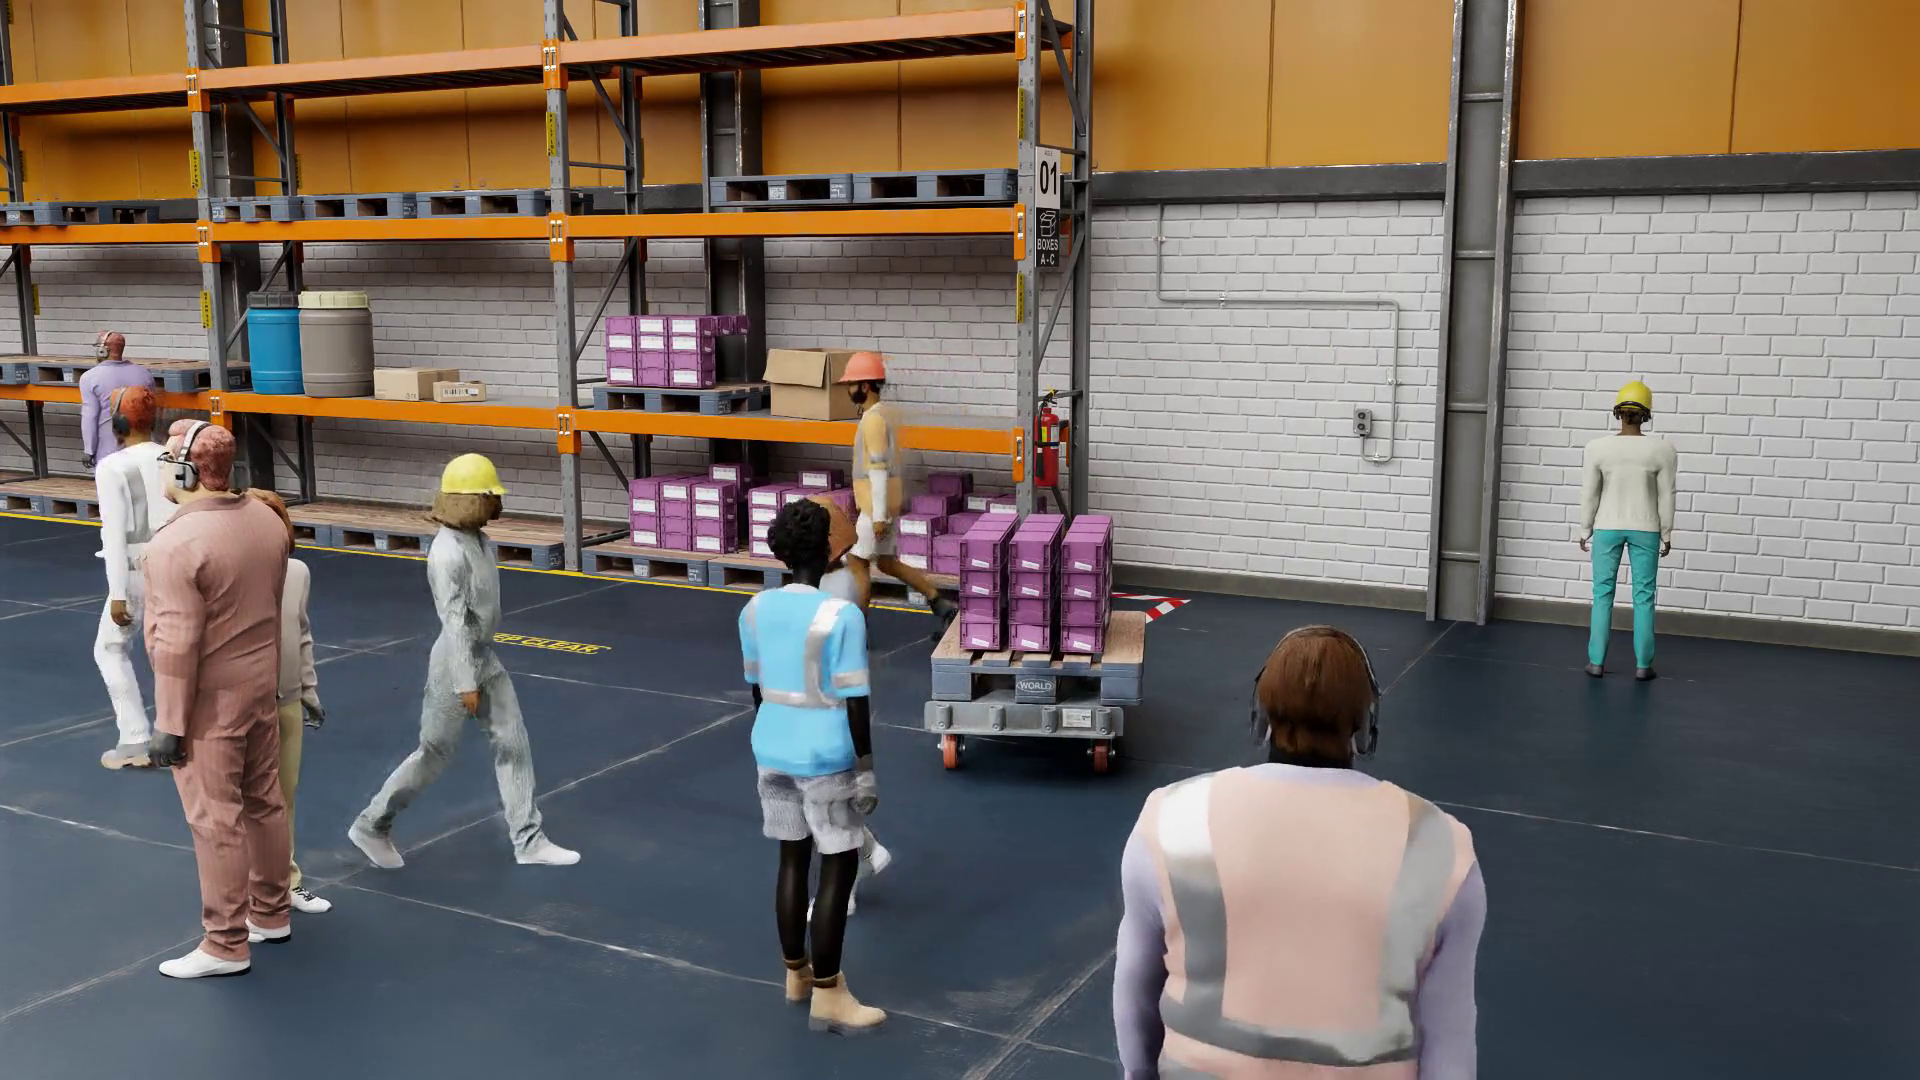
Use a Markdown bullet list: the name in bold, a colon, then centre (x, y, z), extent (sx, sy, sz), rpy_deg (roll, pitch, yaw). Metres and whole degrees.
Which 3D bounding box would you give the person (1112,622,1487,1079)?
- **person**: centre (0.589, 1.040, 3.012), extent (0.630, 1.796, 0.938), rpy_deg (1, 9, 9)

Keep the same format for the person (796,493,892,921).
- **person**: centre (-0.481, 0.623, 6.079), extent (0.358, 1.614, 0.526), rpy_deg (-3, 10, -17)

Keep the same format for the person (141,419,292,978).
- **person**: centre (-2.568, 0.539, 5.722), extent (0.411, 1.913, 0.643), rpy_deg (1, 9, 8)

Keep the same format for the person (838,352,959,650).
- **person**: centre (-0.430, -0.231, 10.508), extent (0.831, 1.913, 0.554), rpy_deg (0, 9, 3)

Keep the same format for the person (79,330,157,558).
- **person**: centre (-7.087, -0.802, 13.995), extent (0.409, 1.911, 0.651), rpy_deg (6, 11, 31)

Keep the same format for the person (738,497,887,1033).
- **person**: centre (-0.450, 0.716, 5.356), extent (0.660, 1.676, 0.319), rpy_deg (8, 12, 42)

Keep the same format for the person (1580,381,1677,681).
- **person**: centre (3.924, -0.049, 9.798), extent (0.523, 1.769, 0.313), rpy_deg (4, 10, 22)

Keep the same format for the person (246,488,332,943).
- **person**: centre (-2.540, 0.620, 6.078), extent (0.285, 1.632, 0.499), rpy_deg (4, 10, 25)

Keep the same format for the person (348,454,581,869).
- **person**: centre (-2.026, 0.497, 6.625), extent (0.788, 1.718, 0.485), rpy_deg (1, 9, 4)

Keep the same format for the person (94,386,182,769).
- **person**: centre (-3.945, 0.192, 8.000), extent (0.646, 1.858, 0.592), rpy_deg (3, 10, 20)
